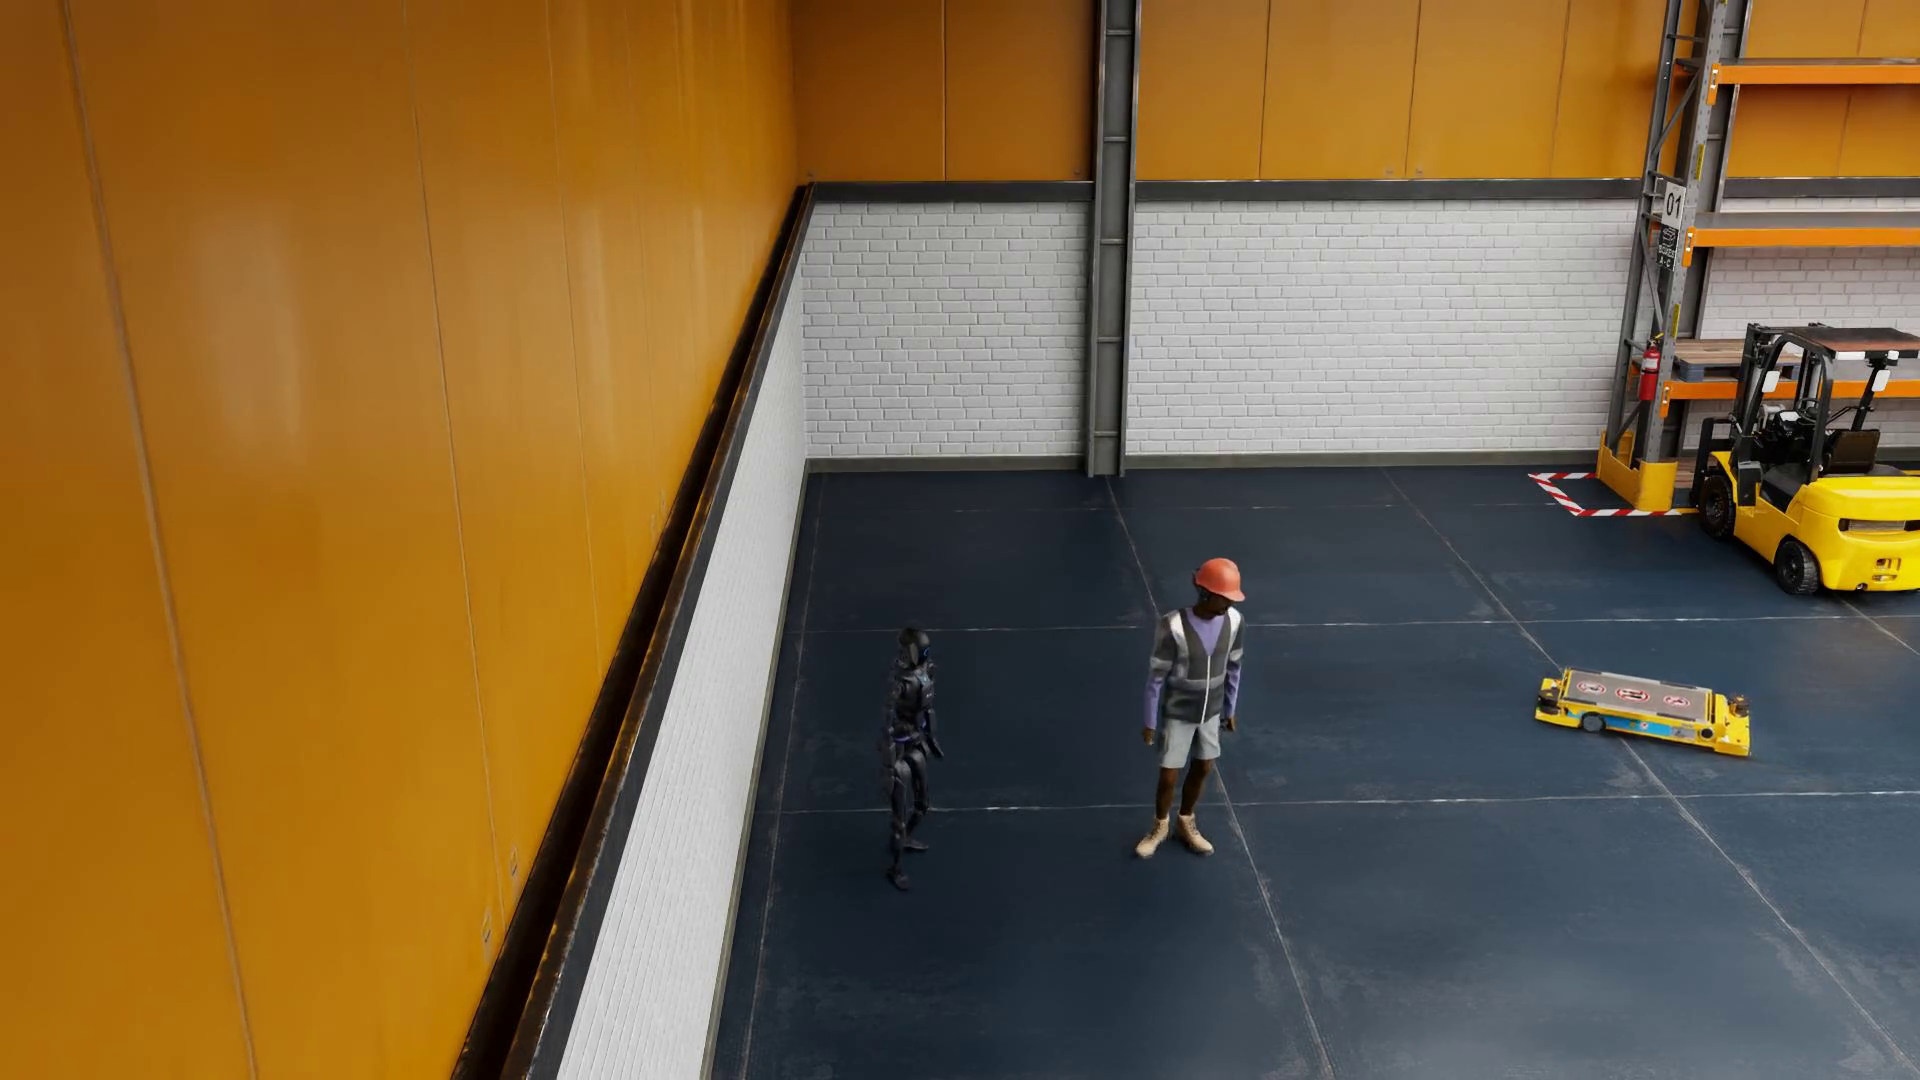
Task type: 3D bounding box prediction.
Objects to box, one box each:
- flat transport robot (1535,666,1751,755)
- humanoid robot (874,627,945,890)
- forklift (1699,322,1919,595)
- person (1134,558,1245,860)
[{"bbox_3d":[5.001,1.241,12.188,1.431,0.231,0.659,9,22,22],"label":"flat transport robot"},{"bbox_3d":[-0.343,1.275,10.064,0.379,1.644,0.616,10,23,26],"label":"humanoid robot"},{"bbox_3d":[7.809,-0.792,14.926,1.214,2.155,2.313,-1,20,-2],"label":"forklift"},{"bbox_3d":[1.428,1.048,10.182,0.664,2.015,0.487,-8,22,-22],"label":"person"}]
